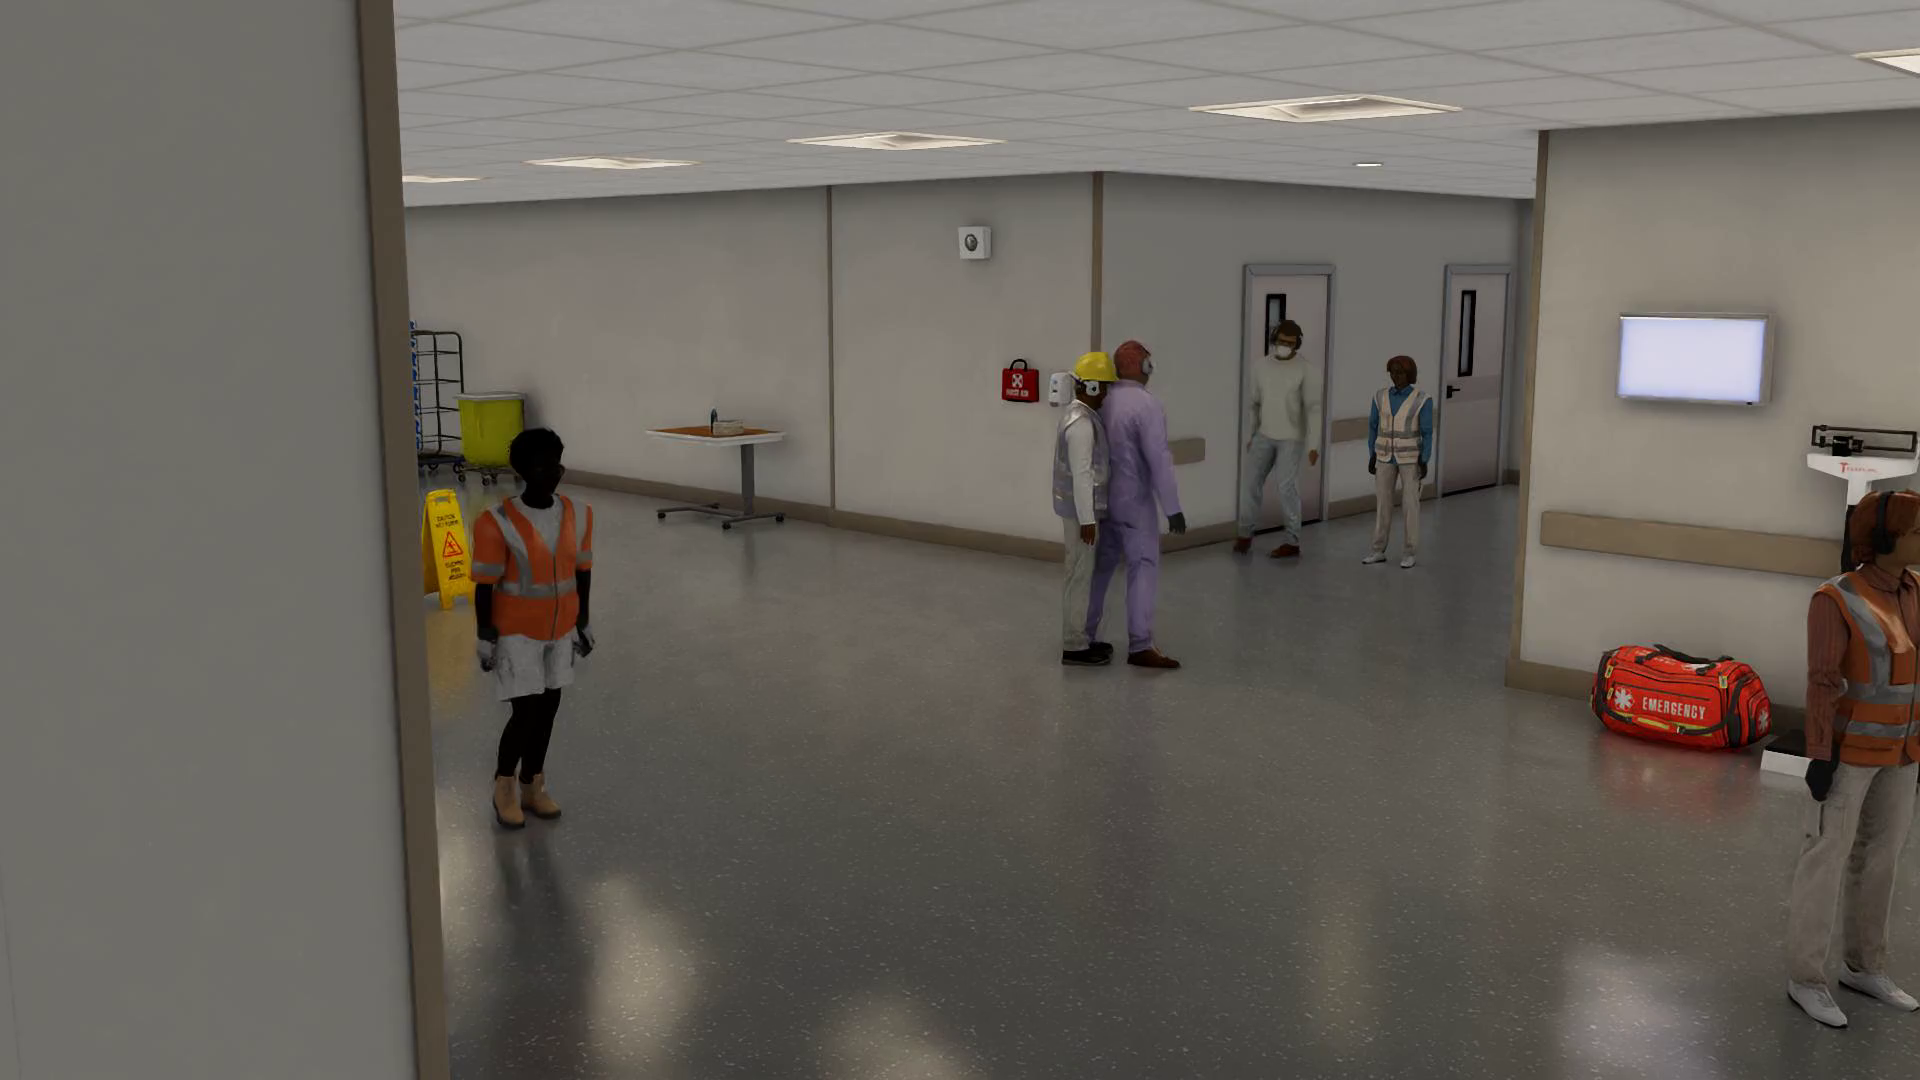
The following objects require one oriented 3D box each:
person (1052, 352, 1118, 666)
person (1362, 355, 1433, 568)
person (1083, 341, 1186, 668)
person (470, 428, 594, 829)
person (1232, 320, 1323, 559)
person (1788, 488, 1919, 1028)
[{"bbox_3d":[0.739,-0.182,9.702,0.403,1.824,0.593,1,9,5],"label":"person"},{"bbox_3d":[3.395,-0.607,12.854,0.515,1.641,0.315,8,12,40],"label":"person"},{"bbox_3d":[0.963,-0.211,9.698,0.410,1.887,0.873,-5,10,-28],"label":"person"},{"bbox_3d":[-1.755,0.363,6.832,0.428,1.664,0.539,8,12,41],"label":"person"},{"bbox_3d":[2.548,-0.787,13.158,0.438,1.909,0.717,-8,13,-42],"label":"person"},{"bbox_3d":[2.786,0.656,5.099,0.522,1.645,0.305,-4,10,-22],"label":"person"}]
